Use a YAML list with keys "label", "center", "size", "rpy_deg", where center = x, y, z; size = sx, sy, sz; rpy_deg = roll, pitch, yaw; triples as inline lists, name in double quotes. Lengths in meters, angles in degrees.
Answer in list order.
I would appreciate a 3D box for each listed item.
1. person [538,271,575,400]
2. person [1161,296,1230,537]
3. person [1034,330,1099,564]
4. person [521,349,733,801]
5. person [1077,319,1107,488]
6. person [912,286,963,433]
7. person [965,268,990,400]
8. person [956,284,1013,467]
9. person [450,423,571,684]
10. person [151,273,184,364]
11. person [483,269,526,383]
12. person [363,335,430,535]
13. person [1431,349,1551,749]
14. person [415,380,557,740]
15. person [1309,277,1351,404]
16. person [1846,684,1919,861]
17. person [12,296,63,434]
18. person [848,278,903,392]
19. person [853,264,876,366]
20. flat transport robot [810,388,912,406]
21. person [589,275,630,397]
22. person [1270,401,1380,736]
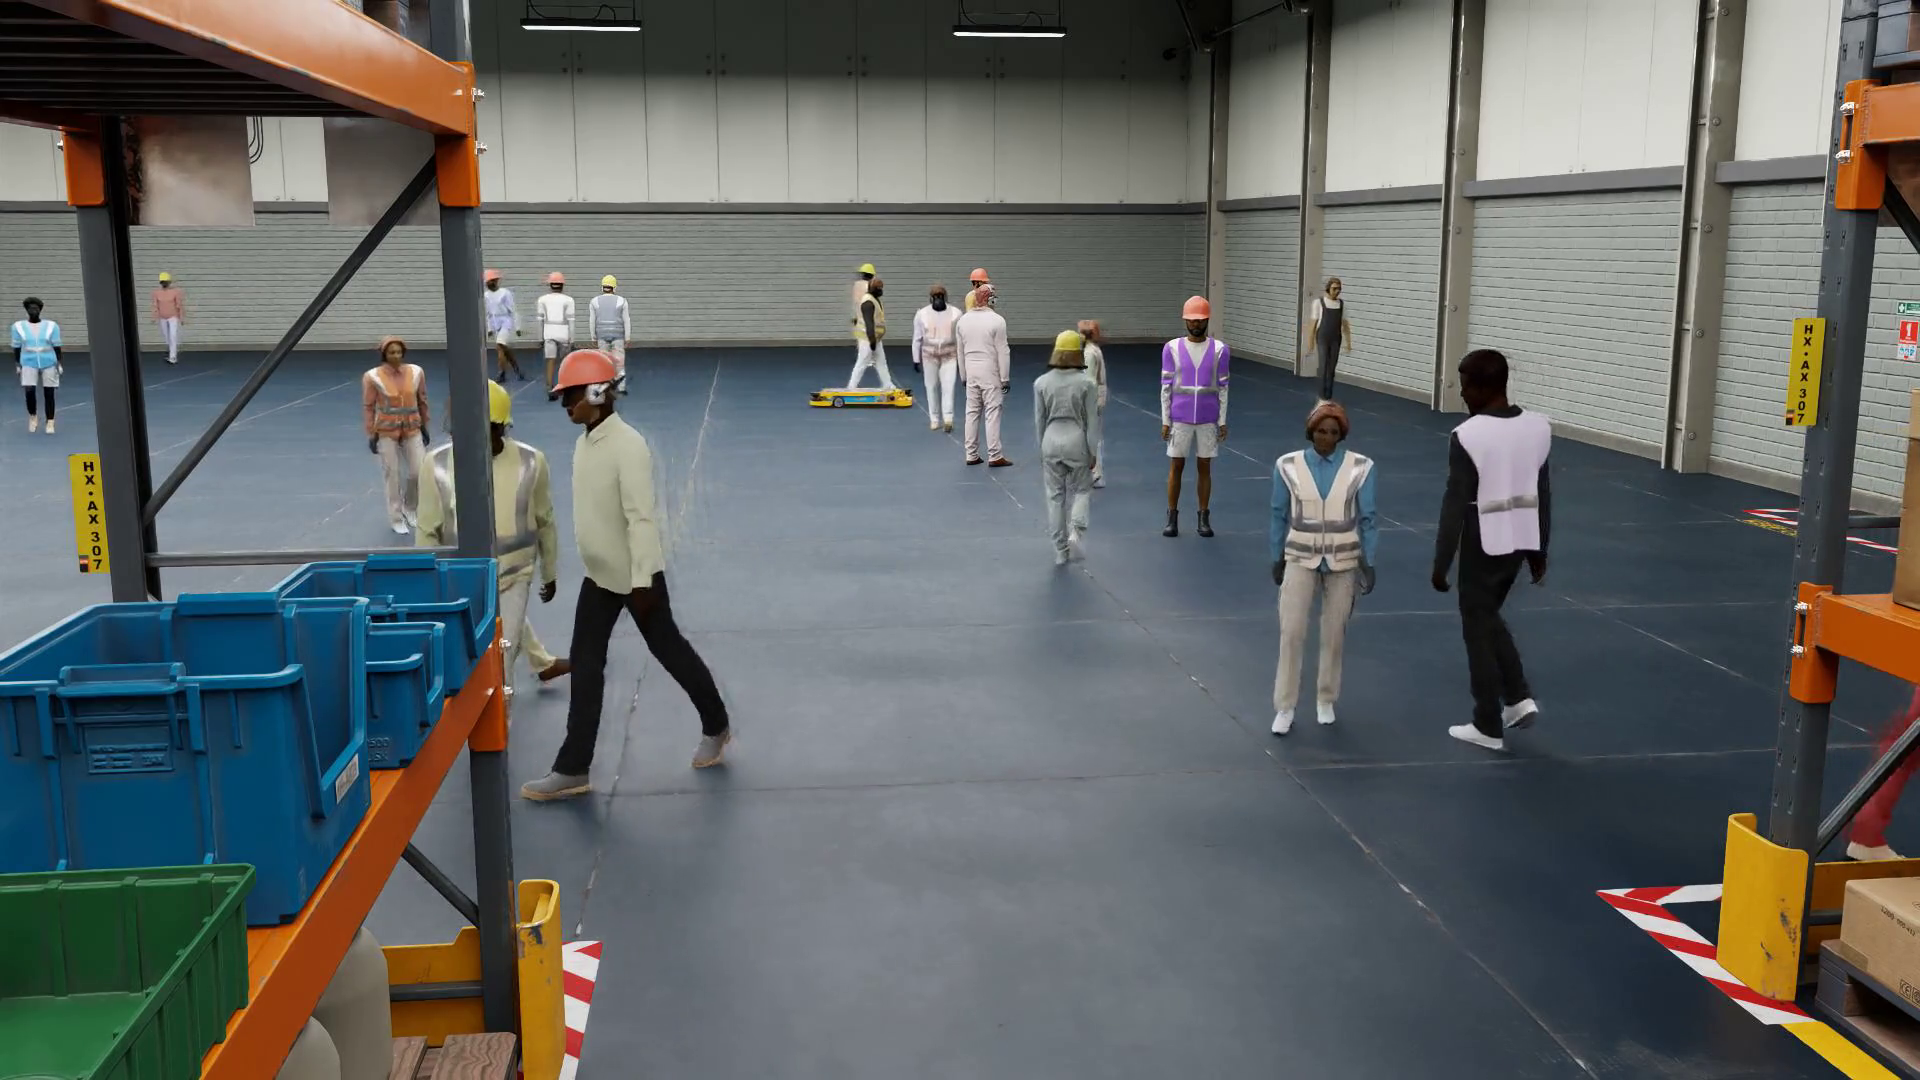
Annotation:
- label: "person"
  center: [-5.981, -3.021, 24.636]
  size: [0.558, 1.902, 0.948]
  rpy_deg: [0, 10, -2]
- label: "person"
  center: [1.885, -0.984, 13.349]
  size: [0.547, 1.938, 0.377]
  rpy_deg: [1, 10, 4]
- label: "person"
  center: [0.773, -0.668, 12.204]
  size: [0.487, 1.724, 0.433]
  rpy_deg: [3, 11, 15]
- label: "person"
  center: [-1.434, 0.126, 7.304]
  size: [1.068, 1.930, 0.696]
  rpy_deg: [-9, 13, -39]
- label: "person"
  center: [1.209, -1.283, 15.846]
  size: [0.385, 1.623, 0.538]
  rpy_deg: [2, 10, 9]
- label: "person"
  center: [-0.265, -2.222, 20.536]
  size: [0.651, 1.791, 0.955]
  rpy_deg: [0, 10, 0]
- label: "person"
  center: [0.264, -3.038, 24.608]
  size: [0.369, 1.939, 0.542]
  rpy_deg: [3, 11, 17]
- label: "person"
  center: [0.276, -1.720, 17.467]
  size: [0.639, 1.910, 0.407]
  rpy_deg: [8, 13, 37]
- label: "person"
  center: [-2.426, 0.014, 8.781]
  size: [0.801, 1.592, 0.523]
  rpy_deg: [-6, 12, -29]
- label: "person"
  center: [-14.917, -4.146, 31.268]
  size: [0.531, 1.728, 0.915]
  rpy_deg: [0, 10, -2]
- label: "person"
  center: [-7.535, -3.553, 27.601]
  size: [0.550, 1.890, 0.806]
  rpy_deg: [7, 13, 35]
- label: "person"
  center: [-4.537, -0.846, 13.440]
  size: [0.539, 1.619, 0.363]
  rpy_deg: [-8, 13, -37]
- label: "person"
  center: [2.480, 0.048, 7.807]
  size: [0.604, 1.891, 0.469]
  rpy_deg: [-6, 12, -30]
- label: "person"
  center: [-2.172, 0.137, 7.661]
  size: [0.610, 1.787, 0.936]
  rpy_deg: [-2, 11, -11]
- label: "person"
  center: [5.233, -2.755, 23.336]
  size: [0.549, 1.830, 0.636]
  rpy_deg: [-2, 10, -9]
- label: "person"
  center: [3.756, 0.454, 6.076]
  size: [0.850, 1.702, 0.603]
  rpy_deg: [4, 11, 23]
- label: "person"
  center: [-11.205, -2.116, 20.242]
  size: [0.537, 1.685, 0.379]
  rpy_deg: [-5, 12, -28]
- label: "person"
  center: [-1.302, -3.011, 24.890]
  size: [0.872, 1.784, 0.698]
  rpy_deg: [2, 10, 8]
- label: "person"
  center: [-1.645, -4.189, 31.016]
  size: [0.772, 1.901, 0.627]
  rpy_deg: [-7, 12, -34]
- label: "flat transport robot"
  center: [-1.405, -2.044, 23.730]
  size: [1.431, 0.197, 0.652]
  rpy_deg: [0, 10, -2]
- label: "person"
  center: [-5.263, -3.068, 25.065]
  size: [0.600, 1.829, 0.404]
  rpy_deg: [-1, 10, -4]
- label: "person"
  center: [1.757, 0.144, 8.052]
  size: [0.514, 1.615, 0.658]
  rpy_deg: [2, 11, 11]
